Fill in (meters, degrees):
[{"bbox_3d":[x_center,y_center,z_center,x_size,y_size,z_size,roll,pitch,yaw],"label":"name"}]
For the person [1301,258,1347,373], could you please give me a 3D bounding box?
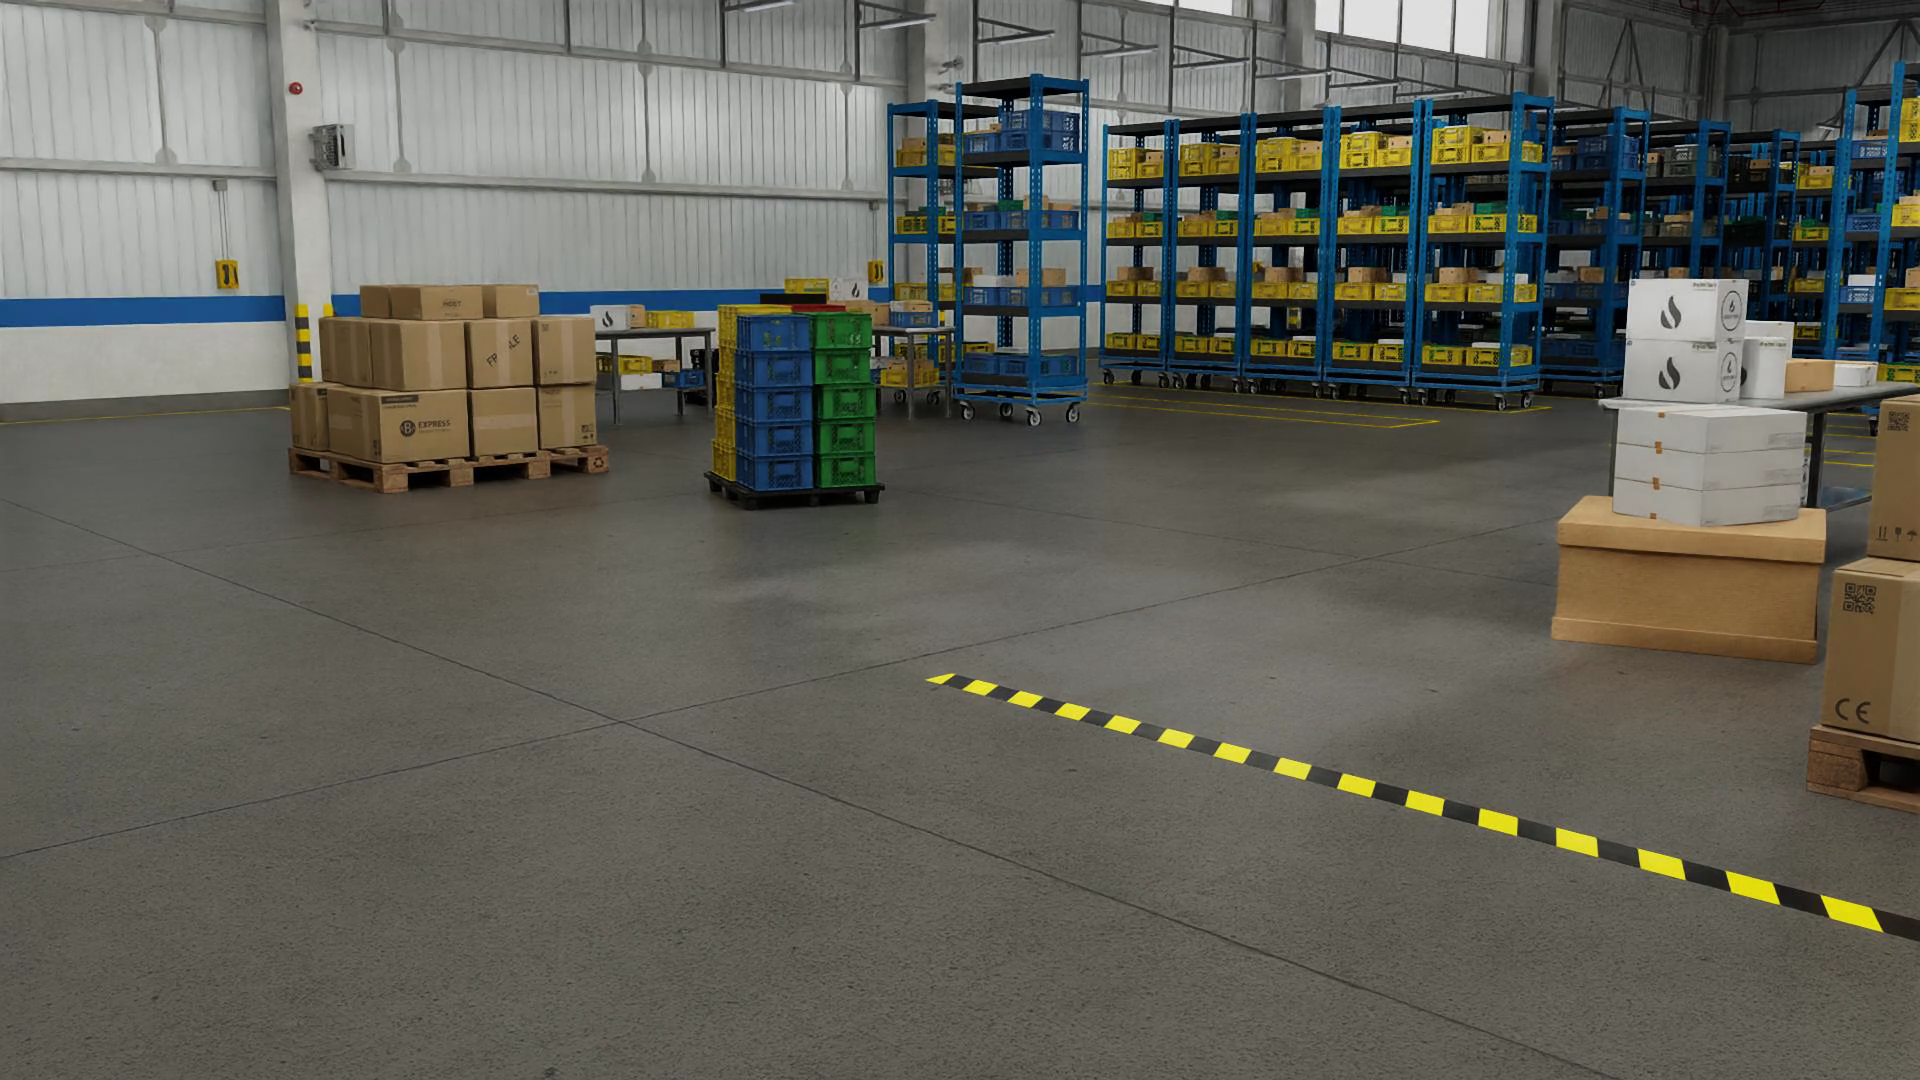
[{"bbox_3d":[5.616,-3.413,25.392,0.963,1.792,0.591,8,12,39],"label":"person"}]
